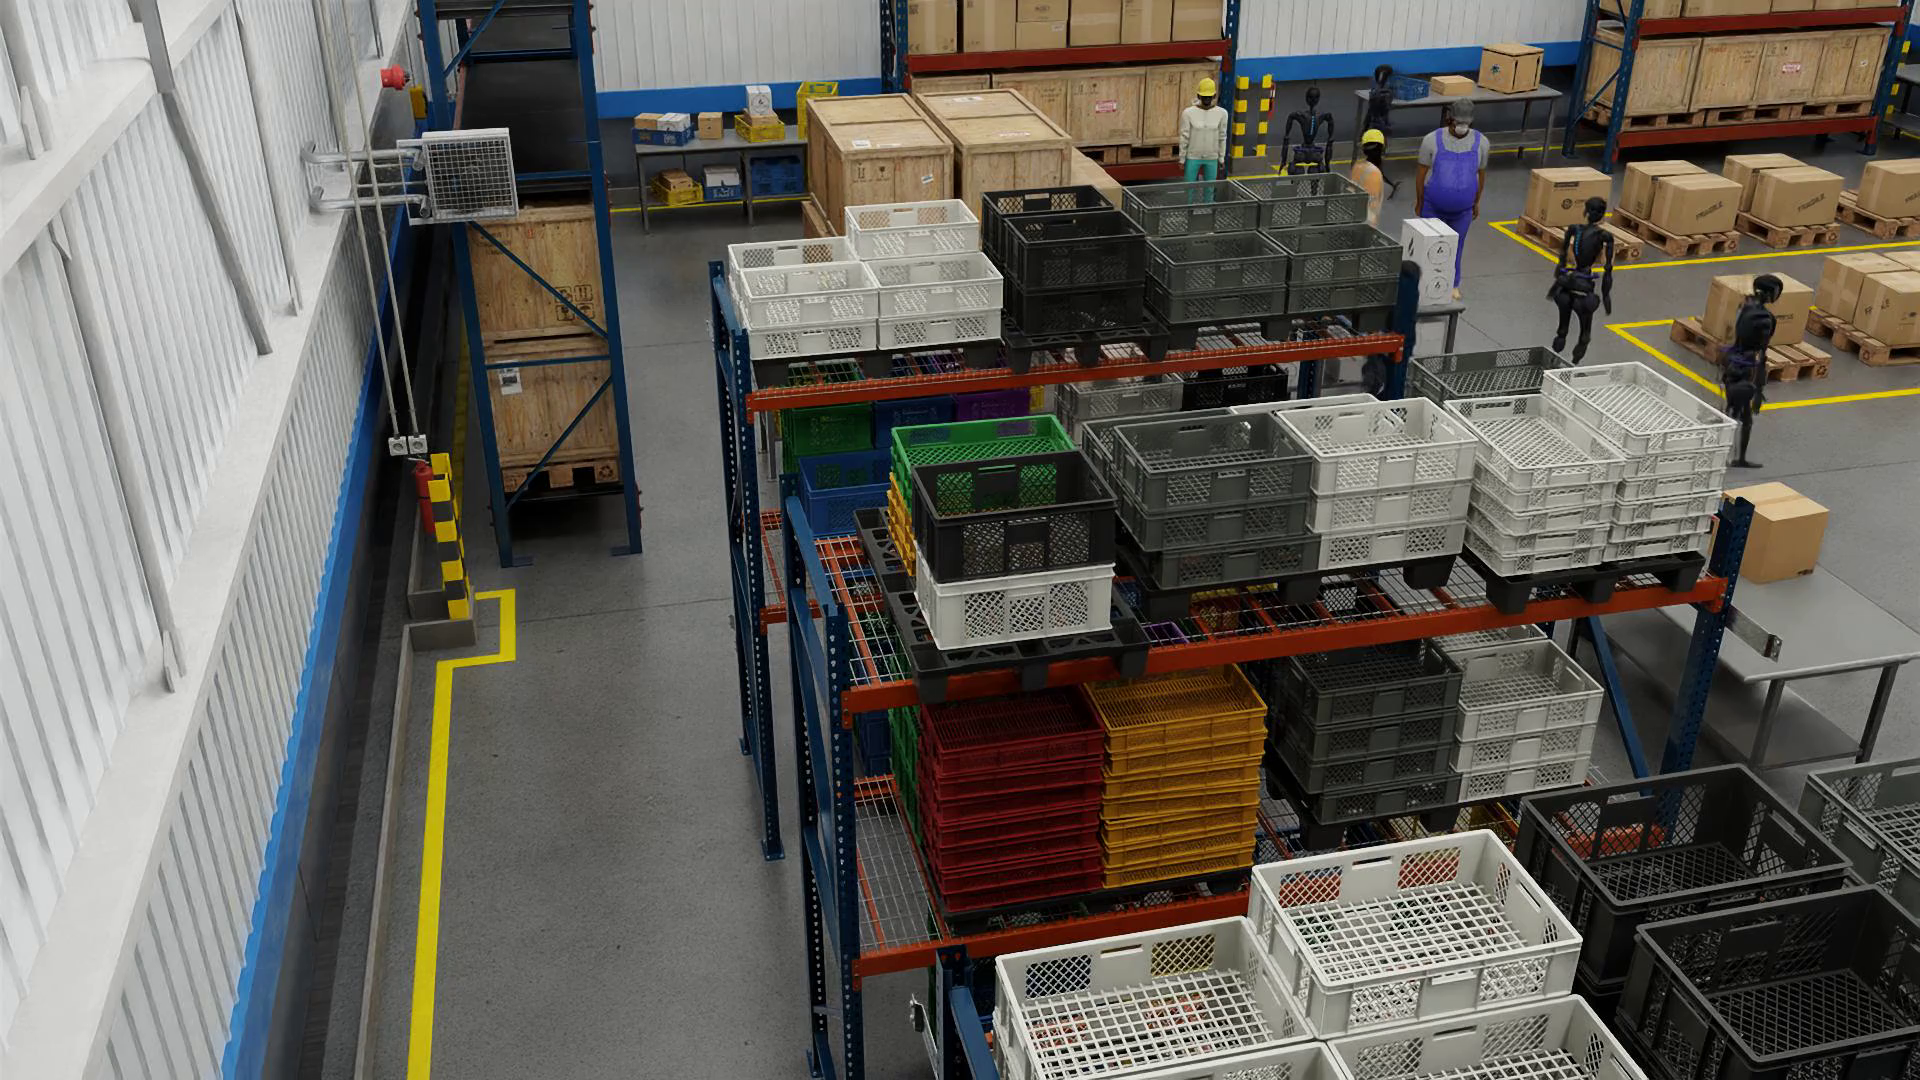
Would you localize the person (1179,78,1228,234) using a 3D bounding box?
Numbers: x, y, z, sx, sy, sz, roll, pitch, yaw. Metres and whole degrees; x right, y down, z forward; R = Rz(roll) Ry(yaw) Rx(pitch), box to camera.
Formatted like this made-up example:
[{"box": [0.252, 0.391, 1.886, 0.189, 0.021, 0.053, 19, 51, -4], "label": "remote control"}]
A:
[{"box": [2.692, -4.239, 18.482, 0.531, 1.767, 0.308, -1, 28, -2], "label": "person"}]

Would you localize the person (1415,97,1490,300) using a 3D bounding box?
[{"box": [4.879, -3.383, 16.566, 0.682, 2.000, 0.539, 2, 28, 5], "label": "person"}]

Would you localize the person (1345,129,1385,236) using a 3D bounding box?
[{"box": [3.853, -2.940, 15.908, 0.381, 1.875, 0.725, -1, 28, -2], "label": "person"}]

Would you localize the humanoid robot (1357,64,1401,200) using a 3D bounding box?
[{"box": [4.970, -4.800, 19.654, 0.619, 1.644, 0.585, 0, 28, -1], "label": "humanoid robot"}]

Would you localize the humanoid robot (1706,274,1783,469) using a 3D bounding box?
[{"box": [6.087, -1.303, 13.040, 0.698, 1.630, 0.577, 5, 28, 10], "label": "humanoid robot"}]

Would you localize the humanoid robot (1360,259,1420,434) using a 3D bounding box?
[{"box": [3.398, -1.453, 13.288, 0.667, 1.652, 0.326, -23, 36, -37], "label": "humanoid robot"}]

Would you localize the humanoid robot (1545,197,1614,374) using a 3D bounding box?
[{"box": [5.458, -2.230, 14.764, 0.449, 1.642, 0.628, -16, 32, -27], "label": "humanoid robot"}]

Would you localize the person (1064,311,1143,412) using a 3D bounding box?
[{"box": [1.062, -1.103, 12.300, 0.610, 1.985, 0.389, -5, 28, -10], "label": "person"}]

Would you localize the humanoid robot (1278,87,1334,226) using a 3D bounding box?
[{"box": [3.848, -4.206, 18.512, 0.582, 1.651, 0.333, 1, 28, 1], "label": "humanoid robot"}]
